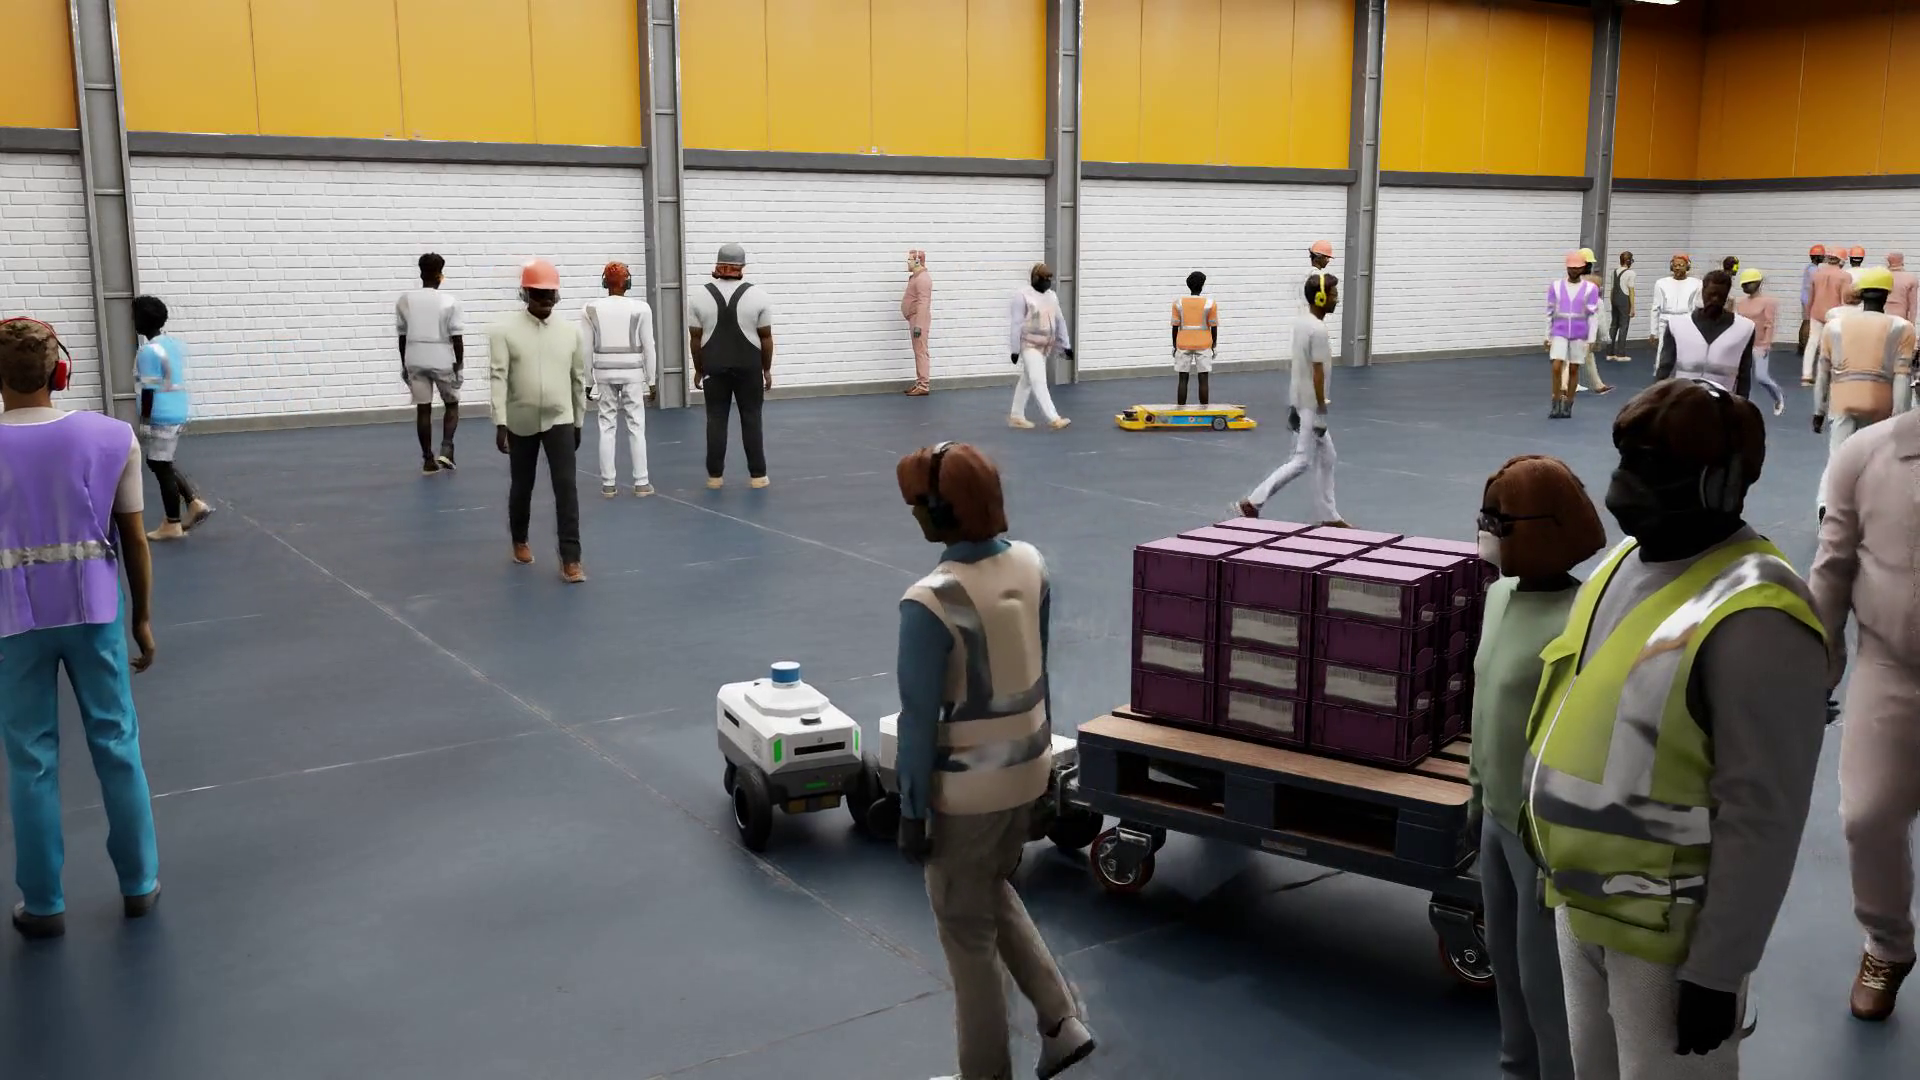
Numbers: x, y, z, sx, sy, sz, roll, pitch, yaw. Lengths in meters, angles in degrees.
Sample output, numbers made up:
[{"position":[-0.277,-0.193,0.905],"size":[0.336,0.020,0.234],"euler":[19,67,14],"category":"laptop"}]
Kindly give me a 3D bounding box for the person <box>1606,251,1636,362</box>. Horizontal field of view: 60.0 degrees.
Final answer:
[{"position":[11.080,-3.902,27.839],"size":[0.341,1.839,0.501],"euler":[-4,11,-20],"category":"person"}]

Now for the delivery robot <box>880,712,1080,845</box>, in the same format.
[{"position":[0.056,0.739,5.638],"size":[0.707,0.478,0.477],"euler":[9,14,42],"category":"delivery robot"}]

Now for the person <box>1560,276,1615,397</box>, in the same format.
[{"position":[8.160,-2.636,21.599],"size":[0.917,1.570,0.502],"euler":[-2,11,-12],"category":"person"}]

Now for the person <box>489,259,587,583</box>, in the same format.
[{"position":[-2.608,-0.754,10.274],"size":[0.612,1.953,1.012],"euler":[-5,11,-24],"category":"person"}]

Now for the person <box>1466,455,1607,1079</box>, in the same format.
[{"position":[1.225,0.624,3.595],"size":[0.279,1.624,0.494],"euler":[-1,10,-5],"category":"person"}]

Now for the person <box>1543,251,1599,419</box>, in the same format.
[{"position":[6.931,-2.316,18.907],"size":[0.580,1.912,0.750],"euler":[4,11,23],"category":"person"}]

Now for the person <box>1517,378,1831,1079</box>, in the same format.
[{"position":[1.200,0.637,2.920],"size":[0.429,1.846,0.630],"euler":[0,10,-1],"category":"person"}]

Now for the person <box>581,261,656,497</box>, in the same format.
[{"position":[-2.720,-1.276,13.299],"size":[0.581,1.882,0.339],"euler":[0,10,-2],"category":"person"}]

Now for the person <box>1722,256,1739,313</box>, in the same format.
[{"position":[10.678,-3.077,23.373],"size":[0.925,1.825,0.545],"euler":[-2,11,-13],"category":"person"}]

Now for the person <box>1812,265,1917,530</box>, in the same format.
[{"position":[6.077,-0.904,11.264],"size":[0.595,1.895,0.831],"euler":[8,13,37],"category":"person"}]

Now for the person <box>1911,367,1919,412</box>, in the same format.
[{"position":[4.730,-0.273,7.863],"size":[0.503,1.862,0.511],"euler":[2,10,9],"category":"person"}]

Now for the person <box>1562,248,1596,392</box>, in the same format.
[{"position":[8.325,-2.954,22.381],"size":[0.388,1.926,0.590],"euler":[10,14,44],"category":"person"}]

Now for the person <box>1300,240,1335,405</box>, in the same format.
[{"position":[4.419,-2.686,20.620],"size":[0.385,2.035,0.605],"euler":[-1,10,-3],"category":"person"}]

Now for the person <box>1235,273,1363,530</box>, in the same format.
[{"position":[2.377,-0.932,11.558],"size":[0.875,1.843,0.526],"euler":[0,10,-2],"category":"person"}]

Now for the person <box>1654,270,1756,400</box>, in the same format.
[{"position":[5.175,-0.950,11.621],"size":[0.620,1.855,1.062],"euler":[5,11,24],"category":"person"}]

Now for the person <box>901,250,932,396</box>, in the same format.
[{"position":[-0.568,-2.851,21.870],"size":[0.407,1.909,0.639],"euler":[-1,10,-4],"category":"person"}]

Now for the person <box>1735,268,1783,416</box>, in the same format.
[{"position":[8.984,-2.194,18.726],"size":[0.691,1.735,0.530],"euler":[-6,12,-28],"category":"person"}]

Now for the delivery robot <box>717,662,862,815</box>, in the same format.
[{"position":[-0.622,0.680,5.962],"size":[0.477,0.478,0.707],"euler":[-5,11,-24],"category":"delivery robot"}]

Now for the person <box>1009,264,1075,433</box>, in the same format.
[{"position":[0.874,-2.044,17.768],"size":[0.972,1.778,0.647],"euler":[9,14,40],"category":"person"}]

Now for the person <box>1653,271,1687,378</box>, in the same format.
[{"position":[10.339,-3.133,24.038],"size":[0.483,1.684,0.898],"euler":[7,12,34],"category":"person"}]

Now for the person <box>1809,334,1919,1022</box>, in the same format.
[{"position":[2.592,0.376,4.287],"size":[0.765,1.877,0.469],"euler":[6,12,29],"category":"person"}]

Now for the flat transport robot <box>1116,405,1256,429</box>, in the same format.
[{"position":[2.452,-1.349,18.123],"size":[1.431,0.197,0.652],"euler":[0,10,-2],"category":"flat transport robot"}]

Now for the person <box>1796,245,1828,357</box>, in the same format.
[{"position":[14.834,-4.157,28.943],"size":[0.363,1.939,0.542],"euler":[3,11,17],"category":"person"}]

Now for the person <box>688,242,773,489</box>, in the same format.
[{"position":[-1.881,-1.446,13.797],"size":[0.688,2.000,0.536],"euler":[0,10,0],"category":"person"}]

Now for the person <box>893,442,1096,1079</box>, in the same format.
[{"position":[0.039,0.574,3.852],"size":[0.363,1.620,0.535],"euler":[7,13,35],"category":"person"}]

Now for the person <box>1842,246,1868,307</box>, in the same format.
[{"position":[13.671,-3.526,25.480],"size":[0.542,1.939,0.364],"euler":[2,10,9],"category":"person"}]

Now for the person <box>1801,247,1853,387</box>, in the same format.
[{"position":[12.144,-3.109,23.198],"size":[1.067,1.925,0.647],"euler":[-7,12,-33],"category":"person"}]

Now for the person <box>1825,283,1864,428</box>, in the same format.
[{"position":[9.442,-1.926,17.660],"size":[0.540,1.593,0.872],"euler":[6,12,28],"category":"person"}]

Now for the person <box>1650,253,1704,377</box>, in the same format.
[{"position":[8.700,-2.538,20.216],"size":[0.582,1.882,0.338],"euler":[5,12,26],"category":"person"}]

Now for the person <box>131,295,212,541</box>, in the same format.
[{"position":[-5.460,-0.825,11.350],"size":[0.360,1.684,0.553],"euler":[-2,10,-8],"category":"person"}]

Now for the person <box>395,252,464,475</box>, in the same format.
[{"position":[-4.621,-1.535,14.570],"size":[0.611,1.947,0.434],"euler":[0,10,-2],"category":"person"}]

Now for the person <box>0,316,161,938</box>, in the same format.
[{"position":[-2.695,0.267,4.939],"size":[0.564,1.847,0.397],"euler":[-7,12,-34],"category":"person"}]

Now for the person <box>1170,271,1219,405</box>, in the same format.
[{"position":[2.624,-2.153,18.618],"size":[0.542,1.695,0.316],"euler":[3,11,16],"category":"person"}]

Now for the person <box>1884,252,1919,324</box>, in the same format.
[{"position":[12.713,-2.980,22.685],"size":[0.636,1.872,0.716],"euler":[8,13,38],"category":"person"}]
